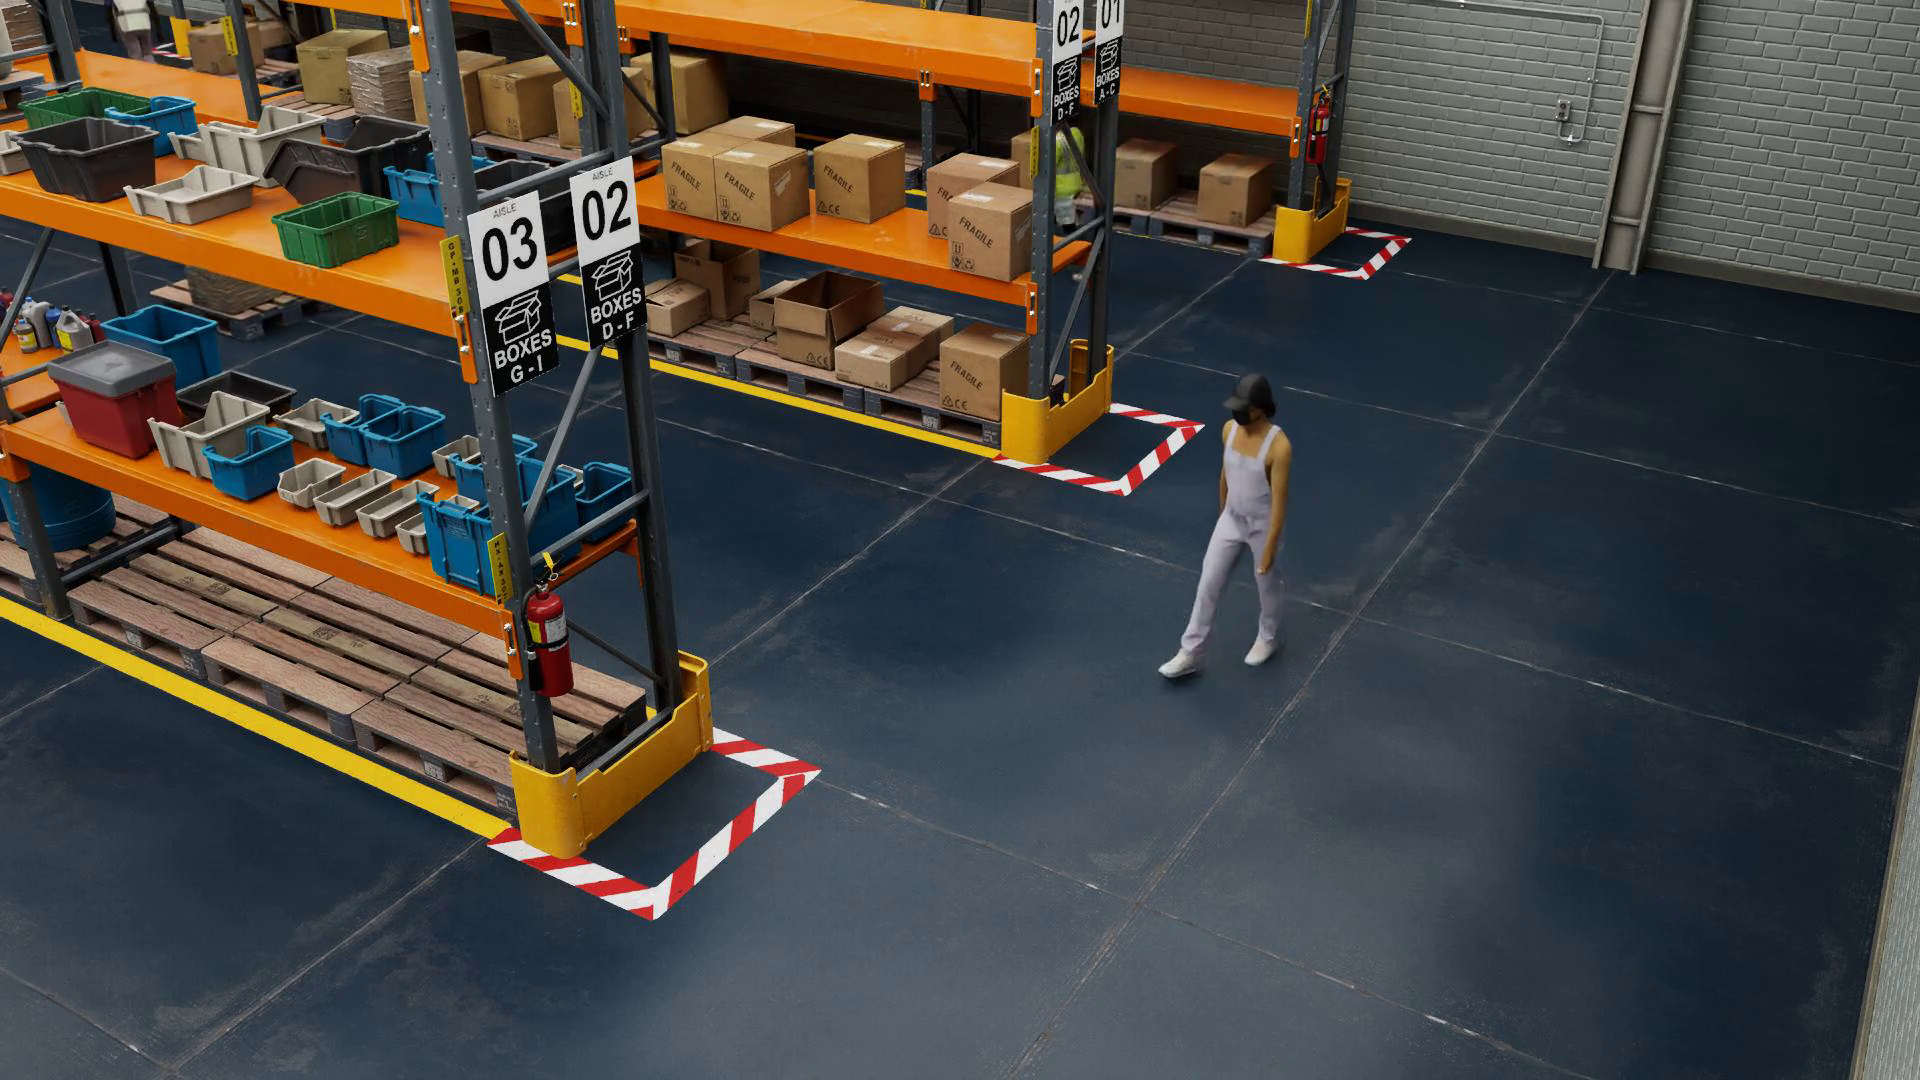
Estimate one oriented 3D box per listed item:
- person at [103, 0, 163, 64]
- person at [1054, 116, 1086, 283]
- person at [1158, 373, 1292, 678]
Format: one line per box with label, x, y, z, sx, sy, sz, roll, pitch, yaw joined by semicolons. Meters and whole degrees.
person;-9.966;-6.154;20.085;0.558;1.822;0.468;-25;38;-37
person;0.907;-3.123;14.811;0.873;1.649;0.538;13;32;22
person;1.533;-0.035;9.103;0.917;1.824;0.535;-26;38;-38
